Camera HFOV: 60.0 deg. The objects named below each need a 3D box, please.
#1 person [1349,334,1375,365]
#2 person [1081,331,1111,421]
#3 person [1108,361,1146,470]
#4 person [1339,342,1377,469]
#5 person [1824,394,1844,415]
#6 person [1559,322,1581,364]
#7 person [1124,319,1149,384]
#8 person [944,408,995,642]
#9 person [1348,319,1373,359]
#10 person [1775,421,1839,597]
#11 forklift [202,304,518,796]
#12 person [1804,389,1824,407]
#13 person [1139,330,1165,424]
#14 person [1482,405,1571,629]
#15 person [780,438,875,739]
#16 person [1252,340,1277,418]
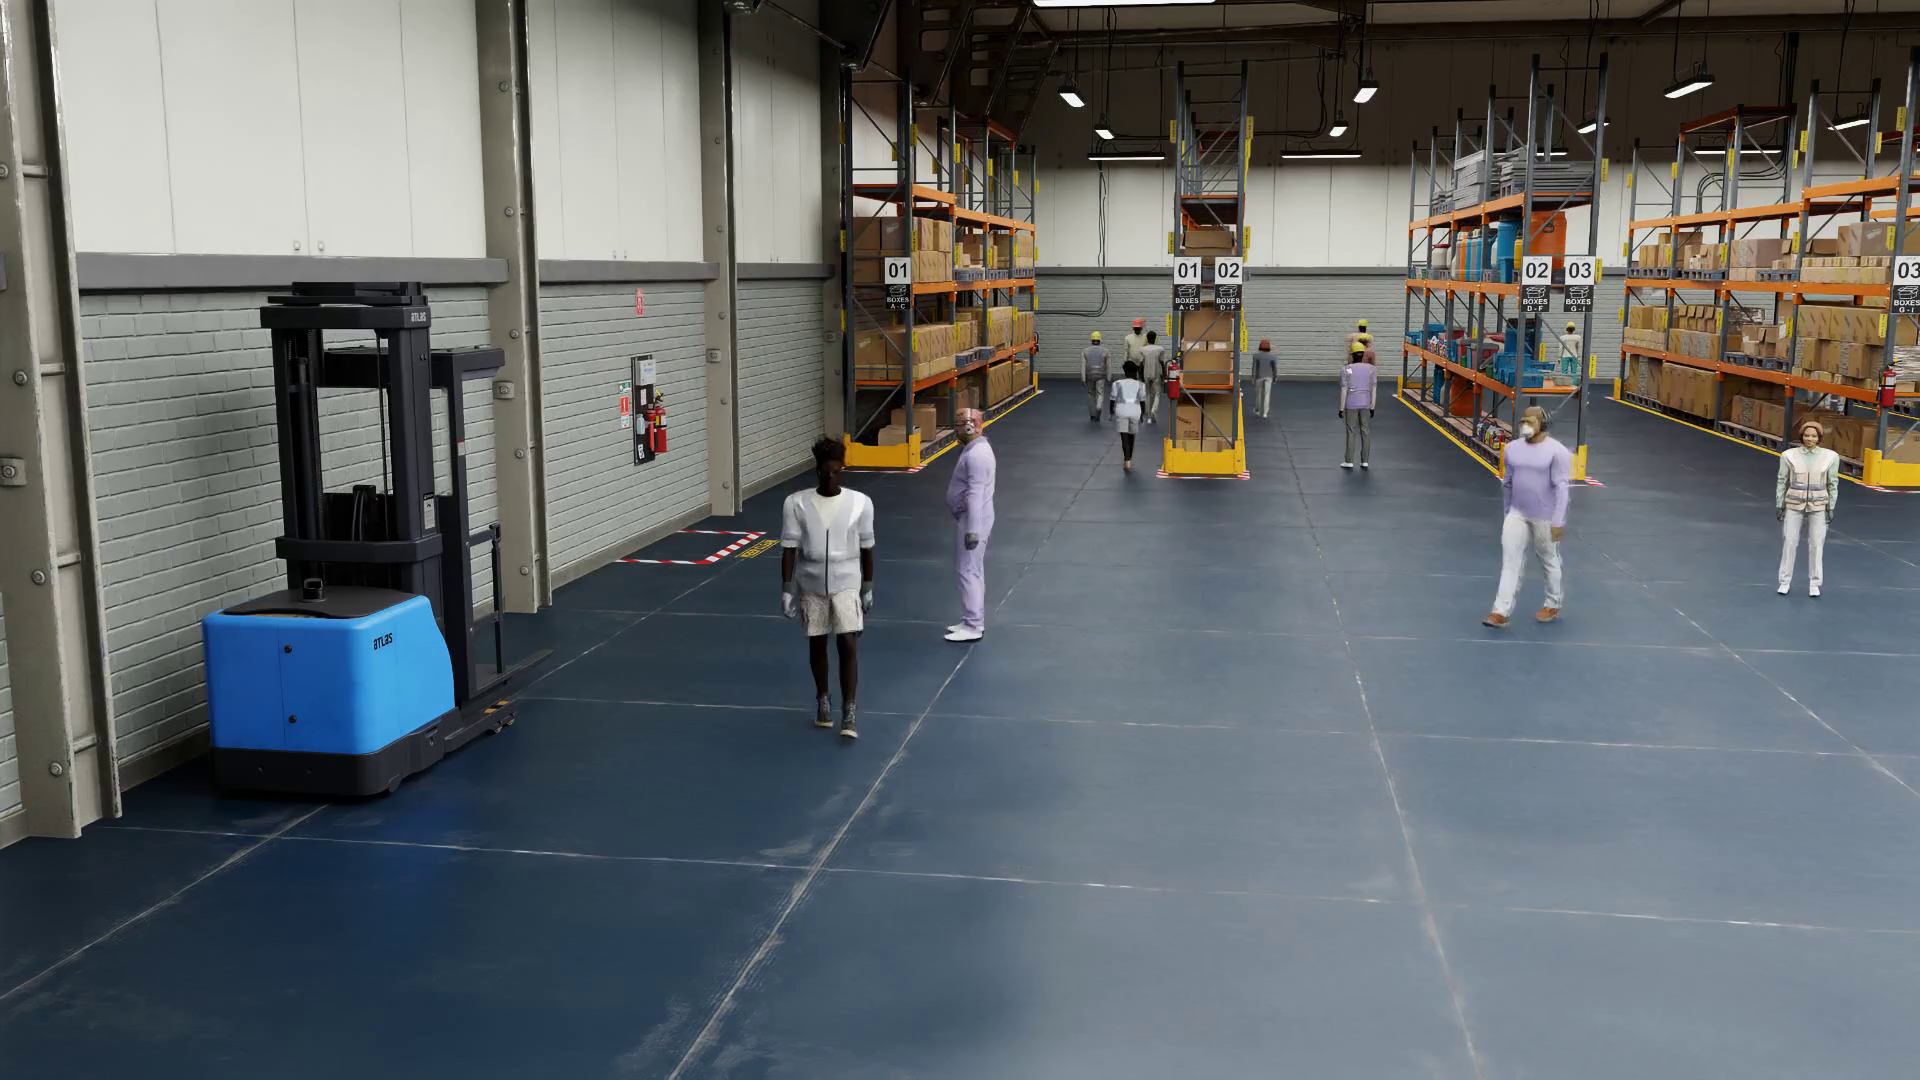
[{"bbox_3d":[8.202,-3.346,34.010,0.544,1.715,0.919,1,9,5],"label":"person"},{"bbox_3d":[2.723,-3.267,33.240,0.596,1.808,0.740,1,9,6],"label":"person"},{"bbox_3d":[2.544,-1.891,25.264,0.542,1.647,0.888,-1,9,-6],"label":"person"},{"bbox_3d":[6.064,-2.057,25.412,0.586,1.923,0.371,-1,9,-8],"label":"person"},{"bbox_3d":[18.183,-3.499,34.435,0.574,1.883,0.355,2,9,14],"label":"person"},{"bbox_3d":[14.883,-4.442,40.607,0.522,1.770,0.310,2,9,10],"label":"person"},{"bbox_3d":[3.954,-3.936,36.944,0.618,1.971,0.912,2,9,10],"label":"person"},{"bbox_3d":[0.083,-0.132,13.633,0.394,1.895,0.666,0,9,2],"label":"person"},{"bbox_3d":[9.363,-4.241,39.021,0.595,1.890,0.963,6,11,33],"label":"person"},{"bbox_3d":[7.841,-0.290,15.423,0.515,1.629,0.319,4,10,25],"label":"person"},{"bbox_3d":[-3.673,-0.038,10.147,1.129,2.768,1.873,1,9,9],"label":"forklift"},{"bbox_3d":[16.847,-3.195,32.727,0.521,1.838,0.860,2,9,12],"label":"person"},{"bbox_3d":[3.757,-3.179,32.540,0.542,1.854,0.630,2,9,14],"label":"person"},{"bbox_3d":[4.825,-0.196,14.065,1.009,1.885,0.647,-8,12,-41],"label":"person"},{"bbox_3d":[-0.857,0.322,10.727,0.607,1.932,0.903,0,9,-1],"label":"person"},{"bbox_3d":[6.247,-3.313,34.182,0.526,1.581,0.868,1,9,3],"label":"person"}]
